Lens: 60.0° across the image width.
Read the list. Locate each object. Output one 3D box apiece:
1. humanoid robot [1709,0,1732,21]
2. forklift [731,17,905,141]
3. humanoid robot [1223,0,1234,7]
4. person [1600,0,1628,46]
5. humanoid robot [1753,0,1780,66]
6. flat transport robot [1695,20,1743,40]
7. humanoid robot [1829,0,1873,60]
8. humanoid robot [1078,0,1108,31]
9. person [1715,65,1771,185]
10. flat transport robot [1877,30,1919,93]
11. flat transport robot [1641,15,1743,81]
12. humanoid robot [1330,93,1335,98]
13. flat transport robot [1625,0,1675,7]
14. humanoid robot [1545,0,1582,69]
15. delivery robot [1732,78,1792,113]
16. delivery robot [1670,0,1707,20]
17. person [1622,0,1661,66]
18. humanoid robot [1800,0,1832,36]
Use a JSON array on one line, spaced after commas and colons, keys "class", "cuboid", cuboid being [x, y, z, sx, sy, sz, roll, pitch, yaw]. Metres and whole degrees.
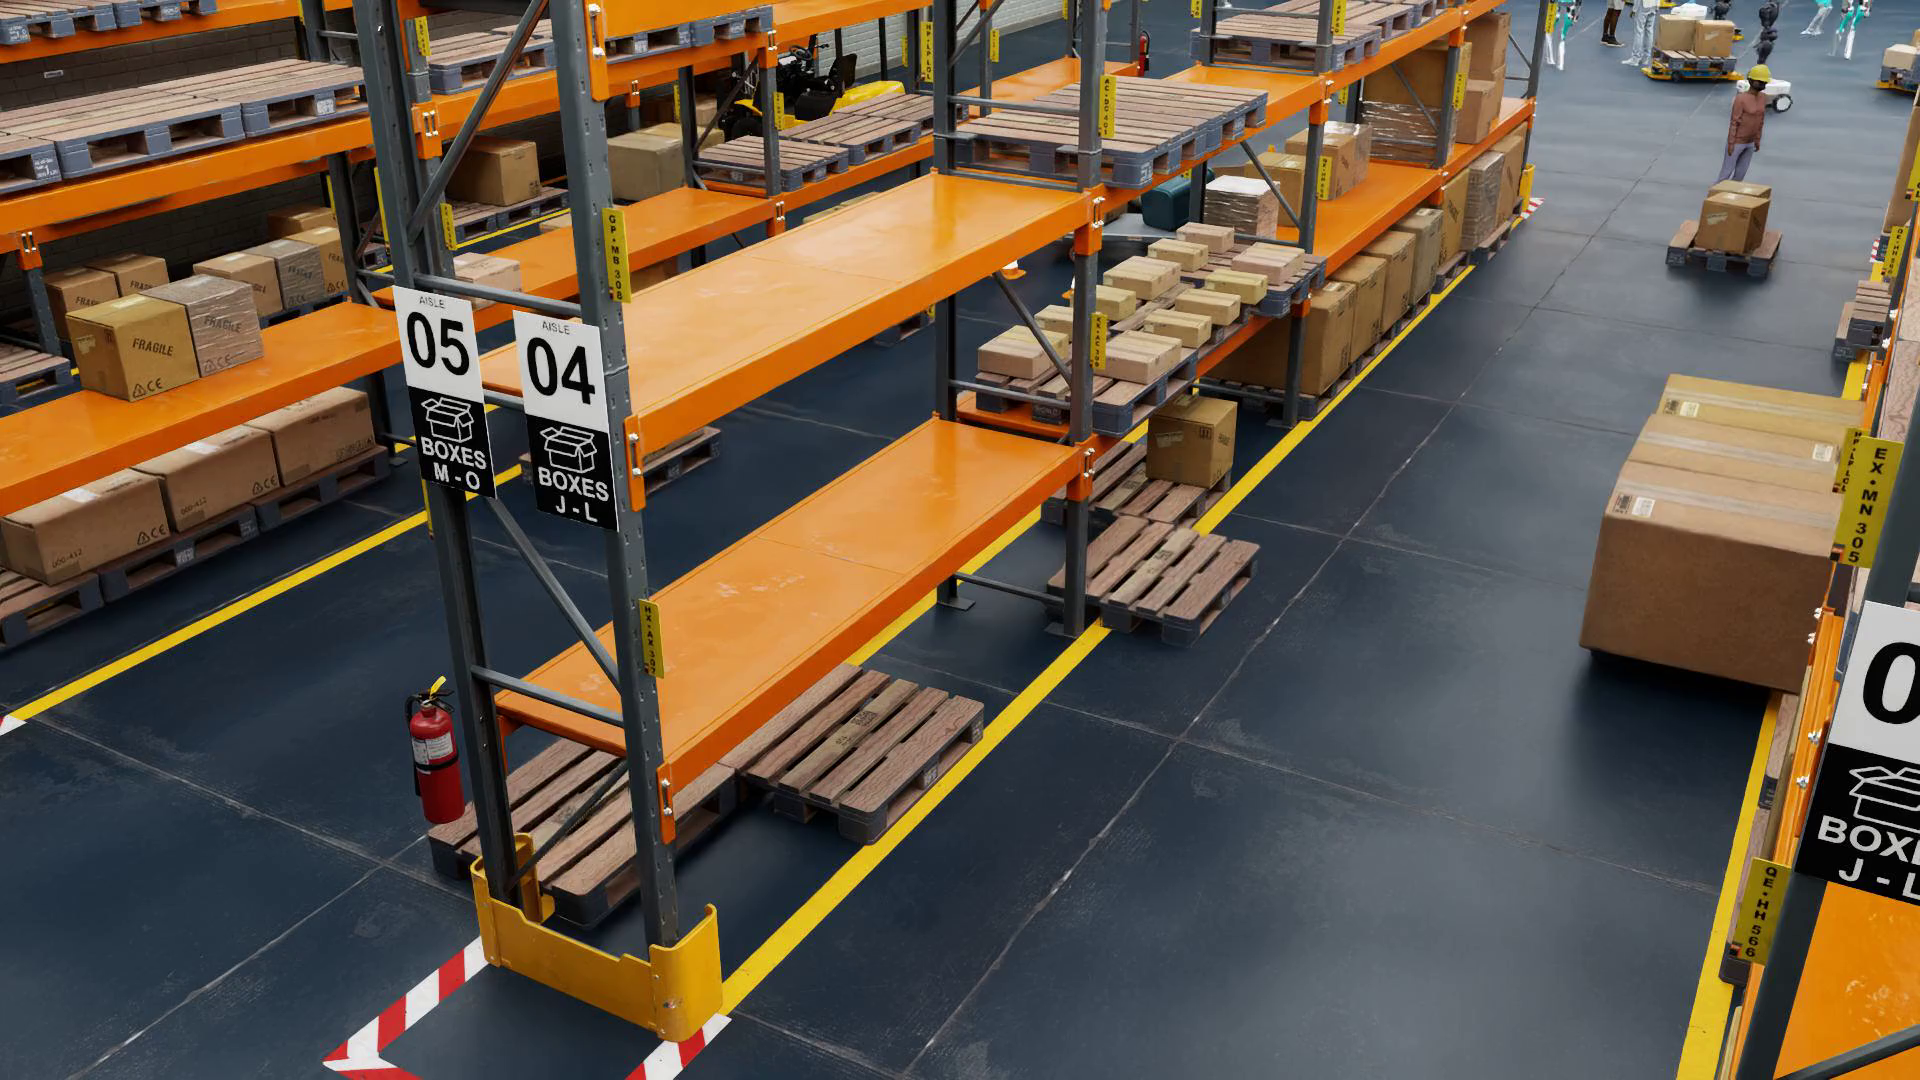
[{"class": "humanoid robot", "cuboid": [13.625, -9.593, 29.675, 0.430, 1.640, 0.603, 21, 33, 37]}, {"class": "forklift", "cuboid": [-1.819, -5.975, 21.543, 2.313, 2.155, 1.214, 14, 29, 26]}, {"class": "humanoid robot", "cuboid": [5.380, -11.833, 34.322, 0.853, 1.844, 0.561, -6, 26, -12]}, {"class": "person", "cuboid": [11.928, -9.962, 30.087, 0.368, 1.966, 0.605, -1, 26, -2]}, {"class": "humanoid robot", "cuboid": [12.641, -7.768, 25.894, 0.506, 1.648, 0.591, 15, 29, 28]}, {"class": "flat transport robot", "cuboid": [13.923, -9.578, 31.244, 0.659, 0.231, 1.431, -10, 27, -20]}, {"class": "humanoid robot", "cuboid": [15.467, -9.201, 28.914, 0.553, 1.907, 0.720, -1, 26, -1]}, {"class": "humanoid robot", "cuboid": [2.378, -9.372, 29.159, 0.530, 1.820, 0.672, 21, 33, 37]}, {"class": "person", "cuboid": [9.025, -4.574, 19.134, 0.518, 1.758, 0.341, -14, 29, -26]}, {"class": "flat transport robot", "cuboid": [15.222, -7.105, 26.105, 0.659, 0.231, 1.431, -11, 28, -22]}, {"class": "flat transport robot", "cuboid": [12.064, -7.737, 27.419, 1.431, 0.231, 0.659, 2, 26, 5]}, {"class": "humanoid robot", "cuboid": [5.828, -7.629, 25.567, 0.611, 1.644, 0.356, 12, 28, 23]}, {"class": "flat transport robot", "cuboid": [14.345, -11.421, 35.073, 0.659, 0.231, 1.431, -7, 27, -14]}, {"class": "humanoid robot", "cuboid": [10.136, -8.869, 28.066, 0.543, 1.768, 0.731, 2, 26, 5]}, {"class": "delivery robot", "cuboid": [12.063, -6.725, 24.971, 0.768, 0.581, 0.499, 0, 26, 0]}, {"class": "delivery robot", "cuboid": [13.981, -10.070, 31.929, 0.787, 0.587, 0.499, -16, 30, -29]}, {"class": "person", "cuboid": [11.663, -9.054, 28.256, 0.590, 1.919, 0.393, -12, 28, -23]}, {"class": "humanoid robot", "cuboid": [16.139, -10.330, 31.149, 0.854, 1.790, 0.562, 8, 27, 17]}]
